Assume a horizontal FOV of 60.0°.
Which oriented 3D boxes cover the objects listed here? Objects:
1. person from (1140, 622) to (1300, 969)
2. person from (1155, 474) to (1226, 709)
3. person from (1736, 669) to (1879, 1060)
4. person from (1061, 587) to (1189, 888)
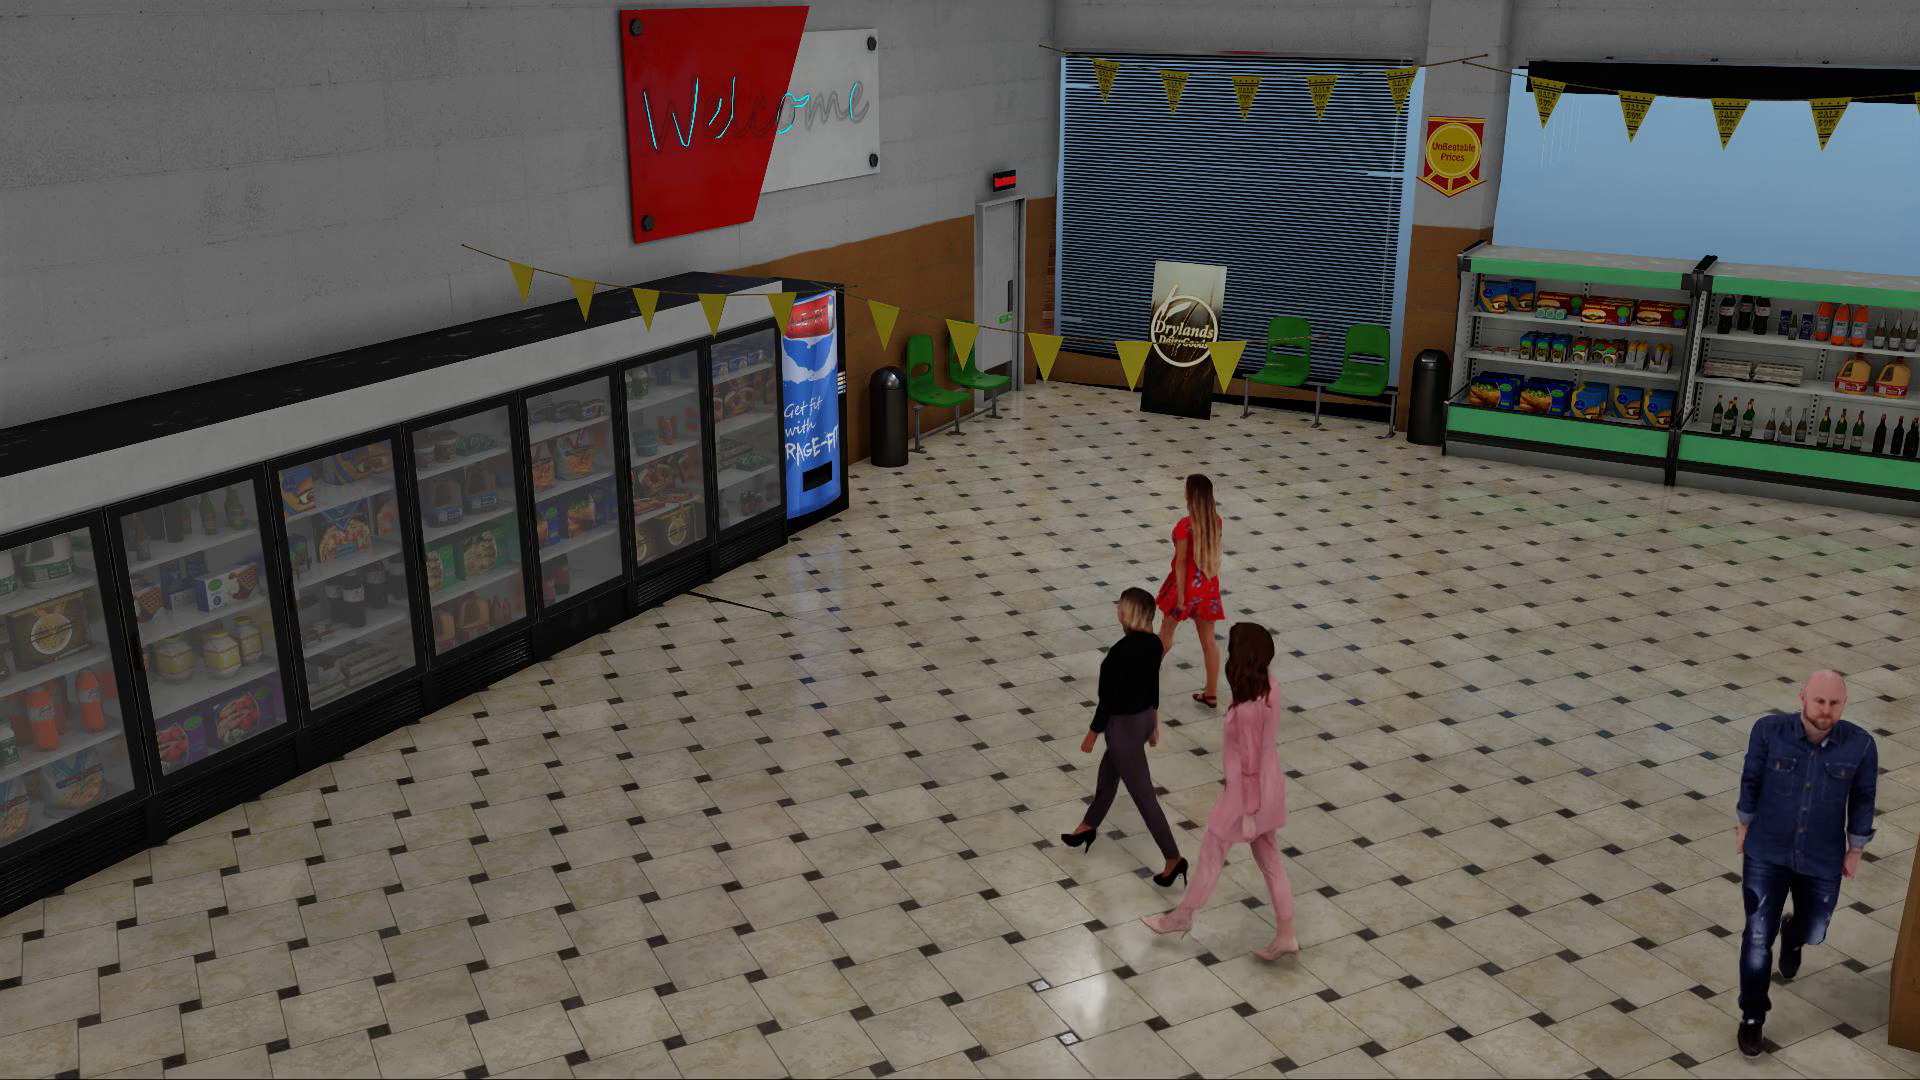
[{"bbox_3d":[1.494,1.276,8.026,1.032,1.768,0.701,9,20,24],"label":"person"},{"bbox_3d":[1.617,0.372,11.044,0.905,1.552,1.113,-11,21,-29],"label":"person"},{"bbox_3d":[3.807,1.444,7.596,1.071,1.724,0.854,8,20,22],"label":"person"},{"bbox_3d":[0.973,1.092,8.805,1.013,1.618,0.584,11,21,29],"label":"person"}]
